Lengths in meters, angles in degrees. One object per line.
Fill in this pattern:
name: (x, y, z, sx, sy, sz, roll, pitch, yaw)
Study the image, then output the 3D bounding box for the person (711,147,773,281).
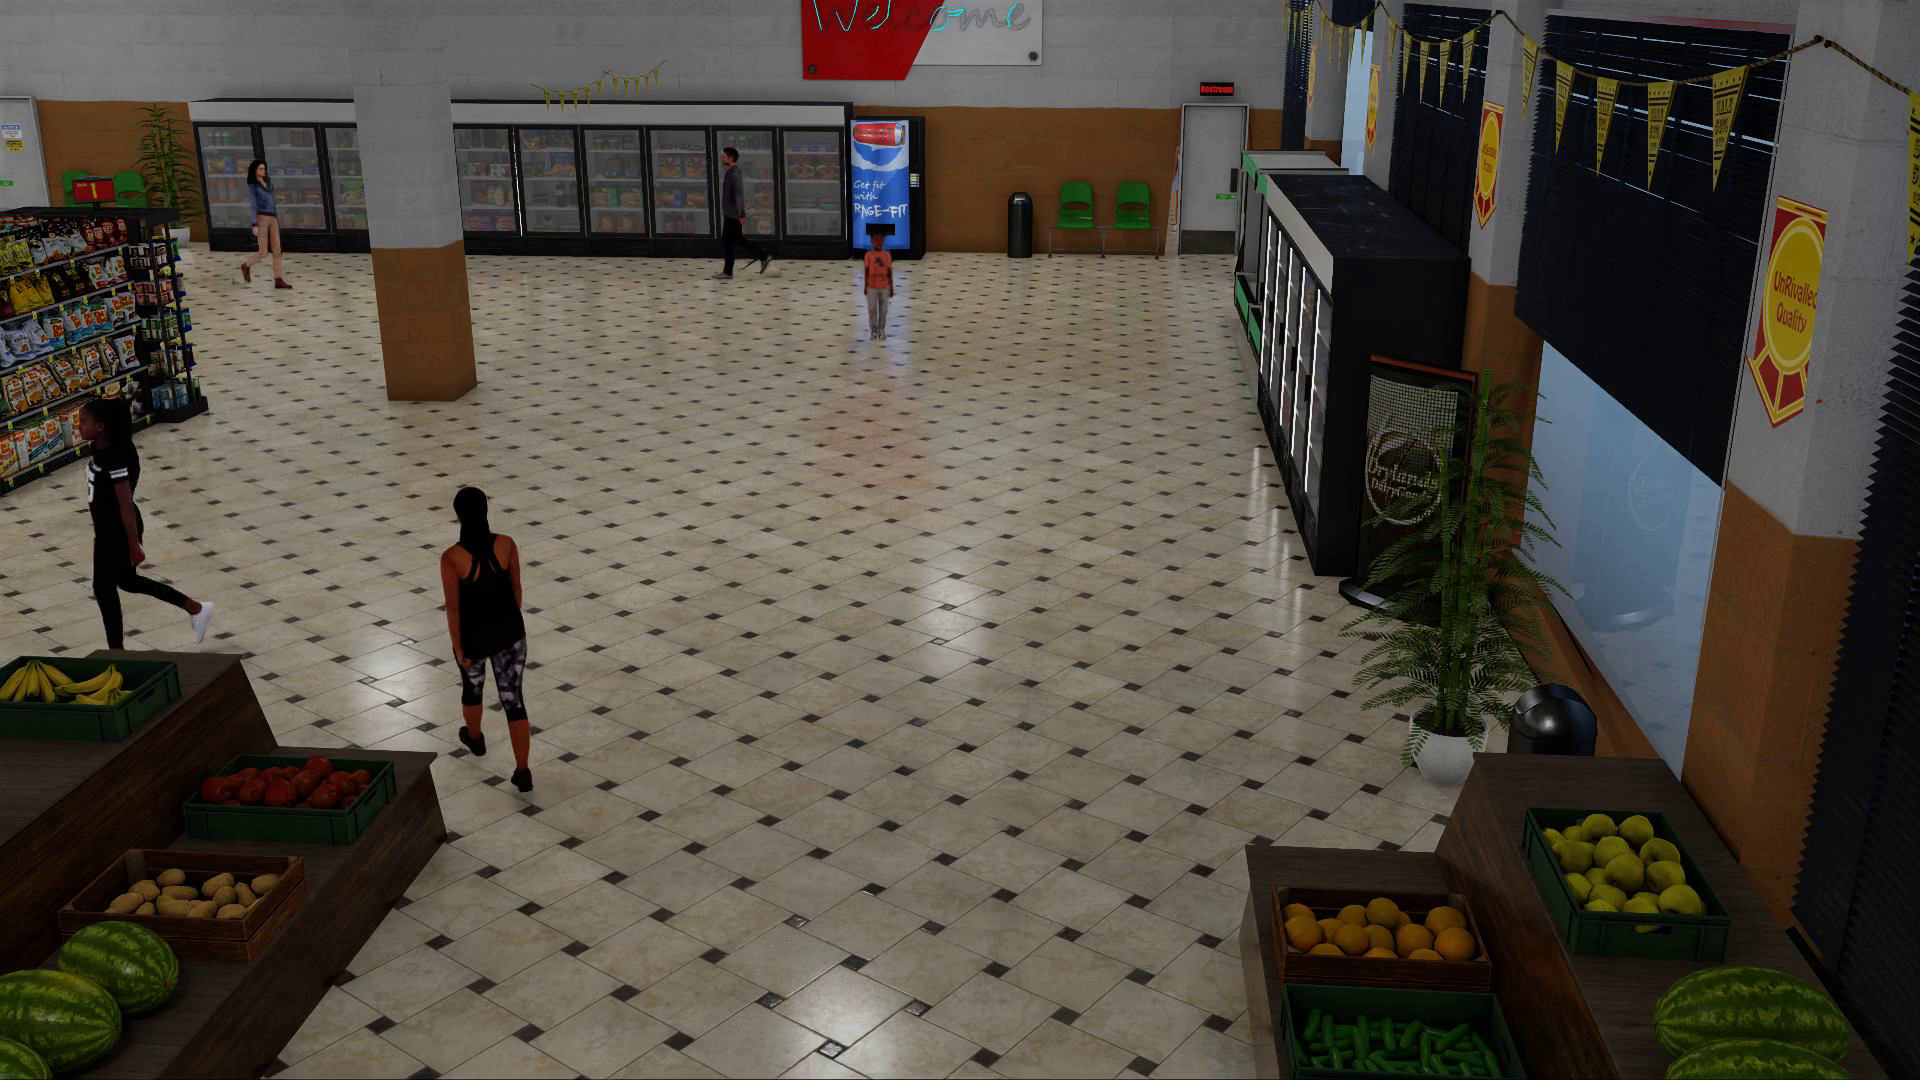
person: (-3.115, -4.621, 23.606, 0.858, 1.846, 1.083, -2, 19, -6)

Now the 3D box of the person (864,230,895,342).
person: (-0.971, -3.019, 19.722, 0.567, 1.293, 0.752, -1, 19, -4)

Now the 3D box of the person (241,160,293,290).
person: (-9.617, -4.325, 22.864, 0.810, 1.759, 0.966, 6, 20, 17)

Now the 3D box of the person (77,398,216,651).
person: (-5.072, -0.031, 10.211, 1.078, 1.707, 1.067, -13, 22, -33)

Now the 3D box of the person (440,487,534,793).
person: (-2.417, 0.537, 8.667, 0.990, 1.617, 1.163, -10, 21, -28)
